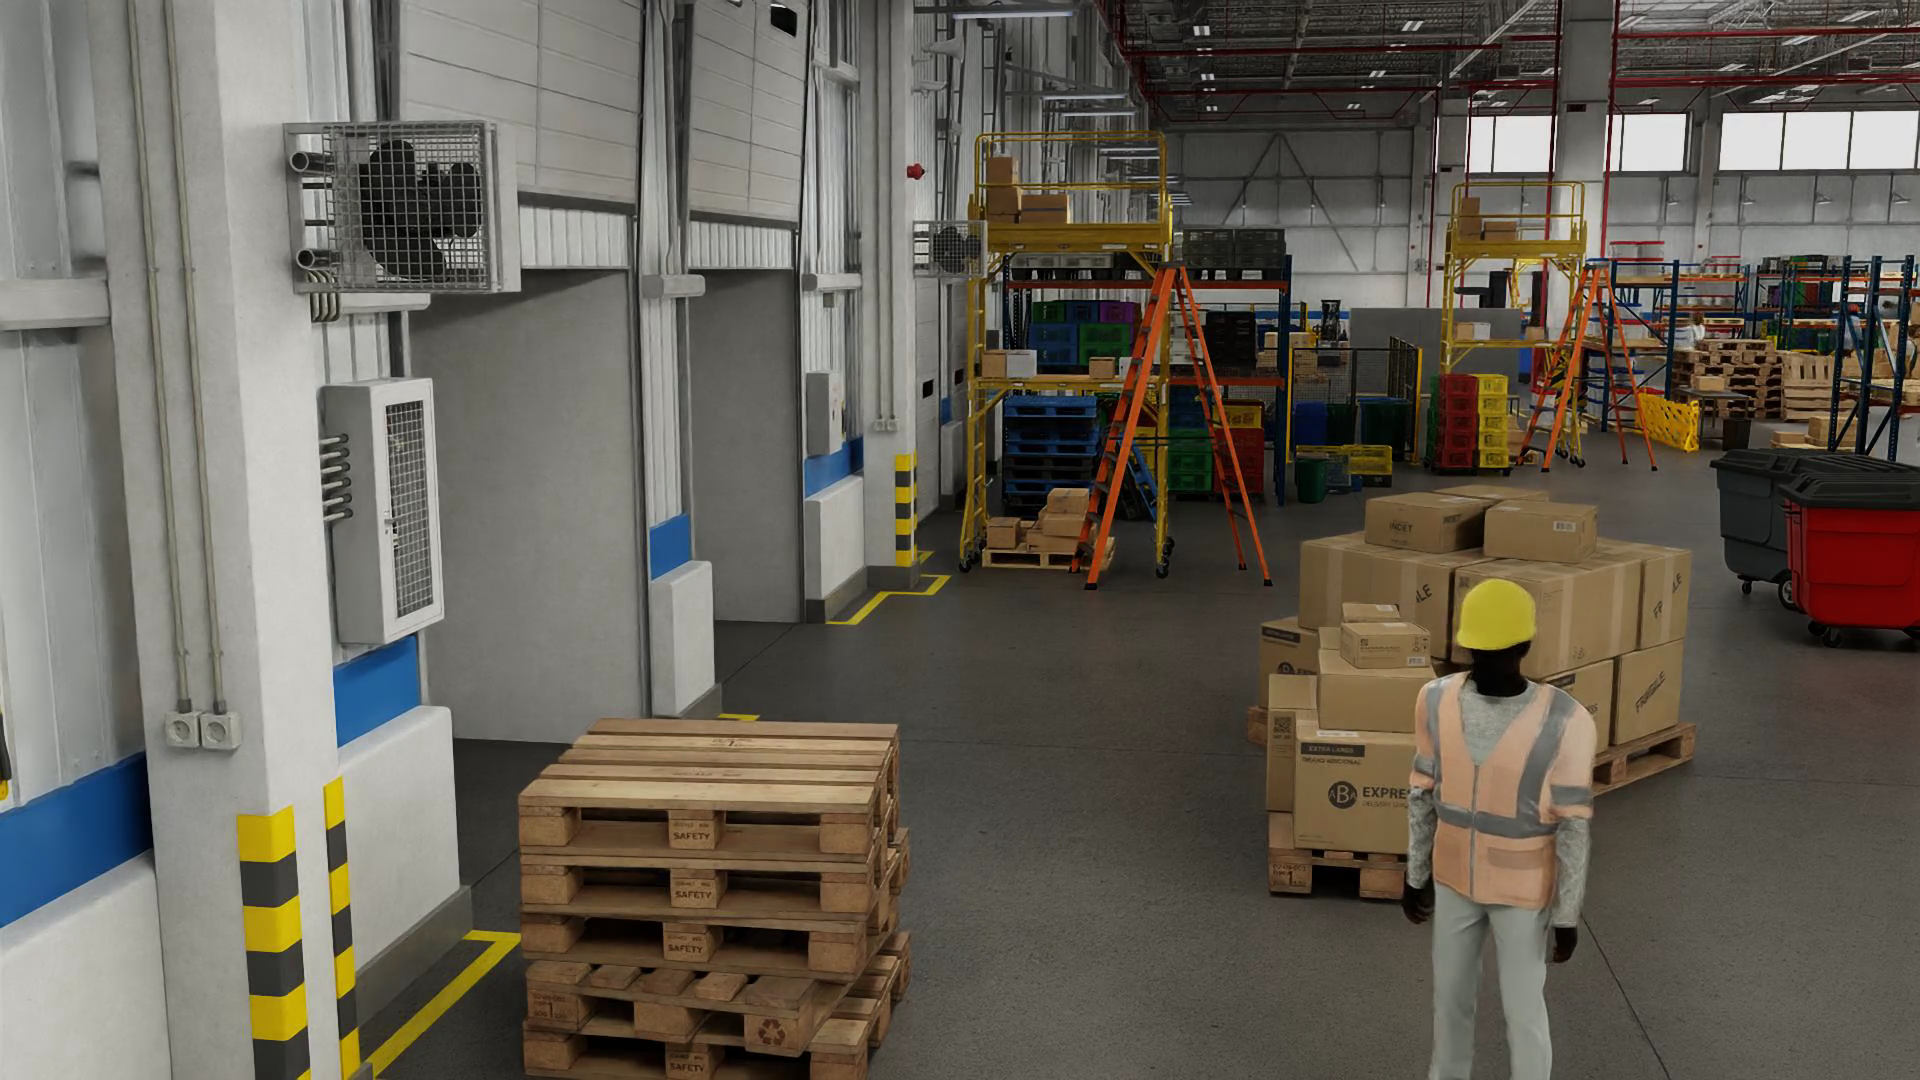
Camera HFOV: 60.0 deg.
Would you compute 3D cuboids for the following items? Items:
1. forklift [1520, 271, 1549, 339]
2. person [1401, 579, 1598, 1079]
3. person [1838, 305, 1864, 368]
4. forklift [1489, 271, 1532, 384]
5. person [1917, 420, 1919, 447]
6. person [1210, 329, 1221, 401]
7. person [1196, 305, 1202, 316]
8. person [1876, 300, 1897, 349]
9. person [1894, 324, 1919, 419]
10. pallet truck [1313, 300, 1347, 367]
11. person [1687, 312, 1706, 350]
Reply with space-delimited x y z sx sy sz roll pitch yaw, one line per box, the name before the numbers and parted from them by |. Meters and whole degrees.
forklift | 16.079 -6.008 45.821 1.873 2.768 1.129 -3 10 -19
person | 1.655 1.062 5.187 0.591 1.918 0.395 9 13 44
person | 25.222 -5.707 47.048 1.016 1.884 0.544 -1 9 -7
forklift | 13.422 -5.322 41.591 1.873 2.768 1.129 1 9 9
person | 15.736 -2.351 26.799 0.485 1.738 0.322 -5 10 -28
person | 5.419 -3.629 34.992 0.314 1.634 0.515 -3 10 -20
person | 6.331 -5.340 44.636 0.544 1.929 0.386 -5 11 -29
person | 29.532 -6.696 53.010 0.649 1.924 0.601 0 9 -2
person | 18.181 -3.225 31.895 0.358 1.837 0.501 5 11 30
pallet truck | 11.159 -6.200 49.718 0.823 1.965 1.885 4 10 26
person | 17.509 -4.448 39.365 0.601 1.846 0.889 -4 10 -23
